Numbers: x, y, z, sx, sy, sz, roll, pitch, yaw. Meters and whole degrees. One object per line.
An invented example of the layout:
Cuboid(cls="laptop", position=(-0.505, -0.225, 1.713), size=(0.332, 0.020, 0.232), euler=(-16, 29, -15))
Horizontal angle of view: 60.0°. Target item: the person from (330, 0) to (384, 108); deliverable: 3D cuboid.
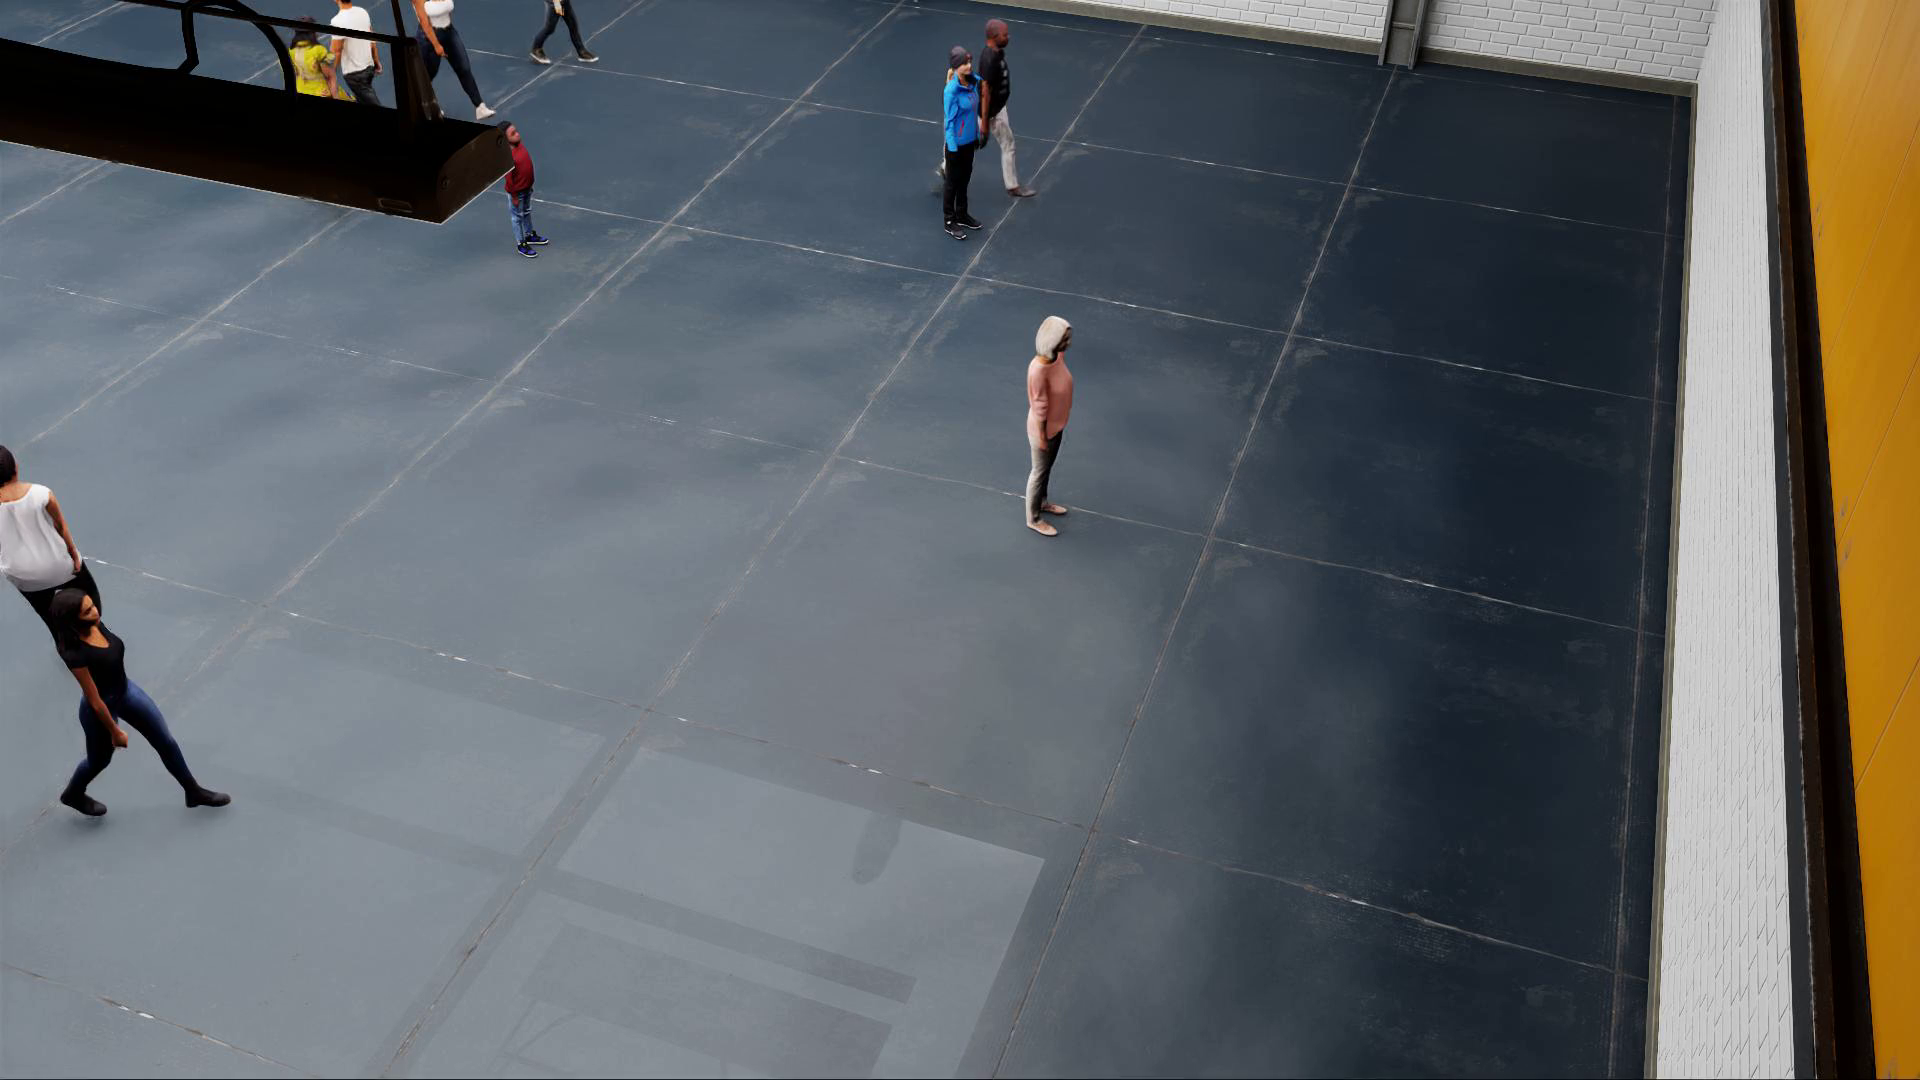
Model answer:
Cuboid(cls="person", position=(-5.896, -4.633, 16.529), size=(1.124, 1.755, 0.666), euler=(11, 40, 14))

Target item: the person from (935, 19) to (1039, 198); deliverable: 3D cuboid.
Cuboid(cls="person", position=(0.200, -4.072, 15.815), size=(1.311, 1.770, 0.898), euler=(2, 39, 3))

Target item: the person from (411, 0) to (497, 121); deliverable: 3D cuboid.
Cuboid(cls="person", position=(-5.483, -5.165, 17.197), size=(1.237, 1.753, 0.822), euler=(22, 44, 25))

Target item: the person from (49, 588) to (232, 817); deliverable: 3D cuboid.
Cuboid(cls="person", position=(-4.958, 0.997, 9.526), size=(1.247, 1.698, 0.901), euler=(-2, 39, -2))

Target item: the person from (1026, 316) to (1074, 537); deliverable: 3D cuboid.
Cuboid(cls="person", position=(0.614, -0.834, 11.796), size=(0.512, 1.725, 0.595), euler=(12, 40, 15))

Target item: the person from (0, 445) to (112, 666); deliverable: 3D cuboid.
Cuboid(cls="person", position=(-5.885, 0.143, 10.611), size=(0.754, 1.678, 0.832), euler=(-11, 40, -14))

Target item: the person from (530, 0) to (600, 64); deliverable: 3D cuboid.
Cuboid(cls="person", position=(-4.552, -5.989, 18.479), size=(1.035, 1.441, 0.682), euler=(7, 39, 9))

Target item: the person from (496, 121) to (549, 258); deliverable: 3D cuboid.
Cuboid(cls="person", position=(-4.032, -3.228, 15.171), size=(0.515, 1.254, 0.515), euler=(10, 40, 12))

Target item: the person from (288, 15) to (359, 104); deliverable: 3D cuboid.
Cuboid(cls="person", position=(-6.215, -4.196, 16.086), size=(0.891, 1.625, 0.817), euler=(9, 40, 11))

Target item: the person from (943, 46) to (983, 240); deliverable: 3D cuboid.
Cuboid(cls="person", position=(0.001, -3.660, 15.277), size=(0.610, 1.797, 0.667), euler=(23, 44, 26))
